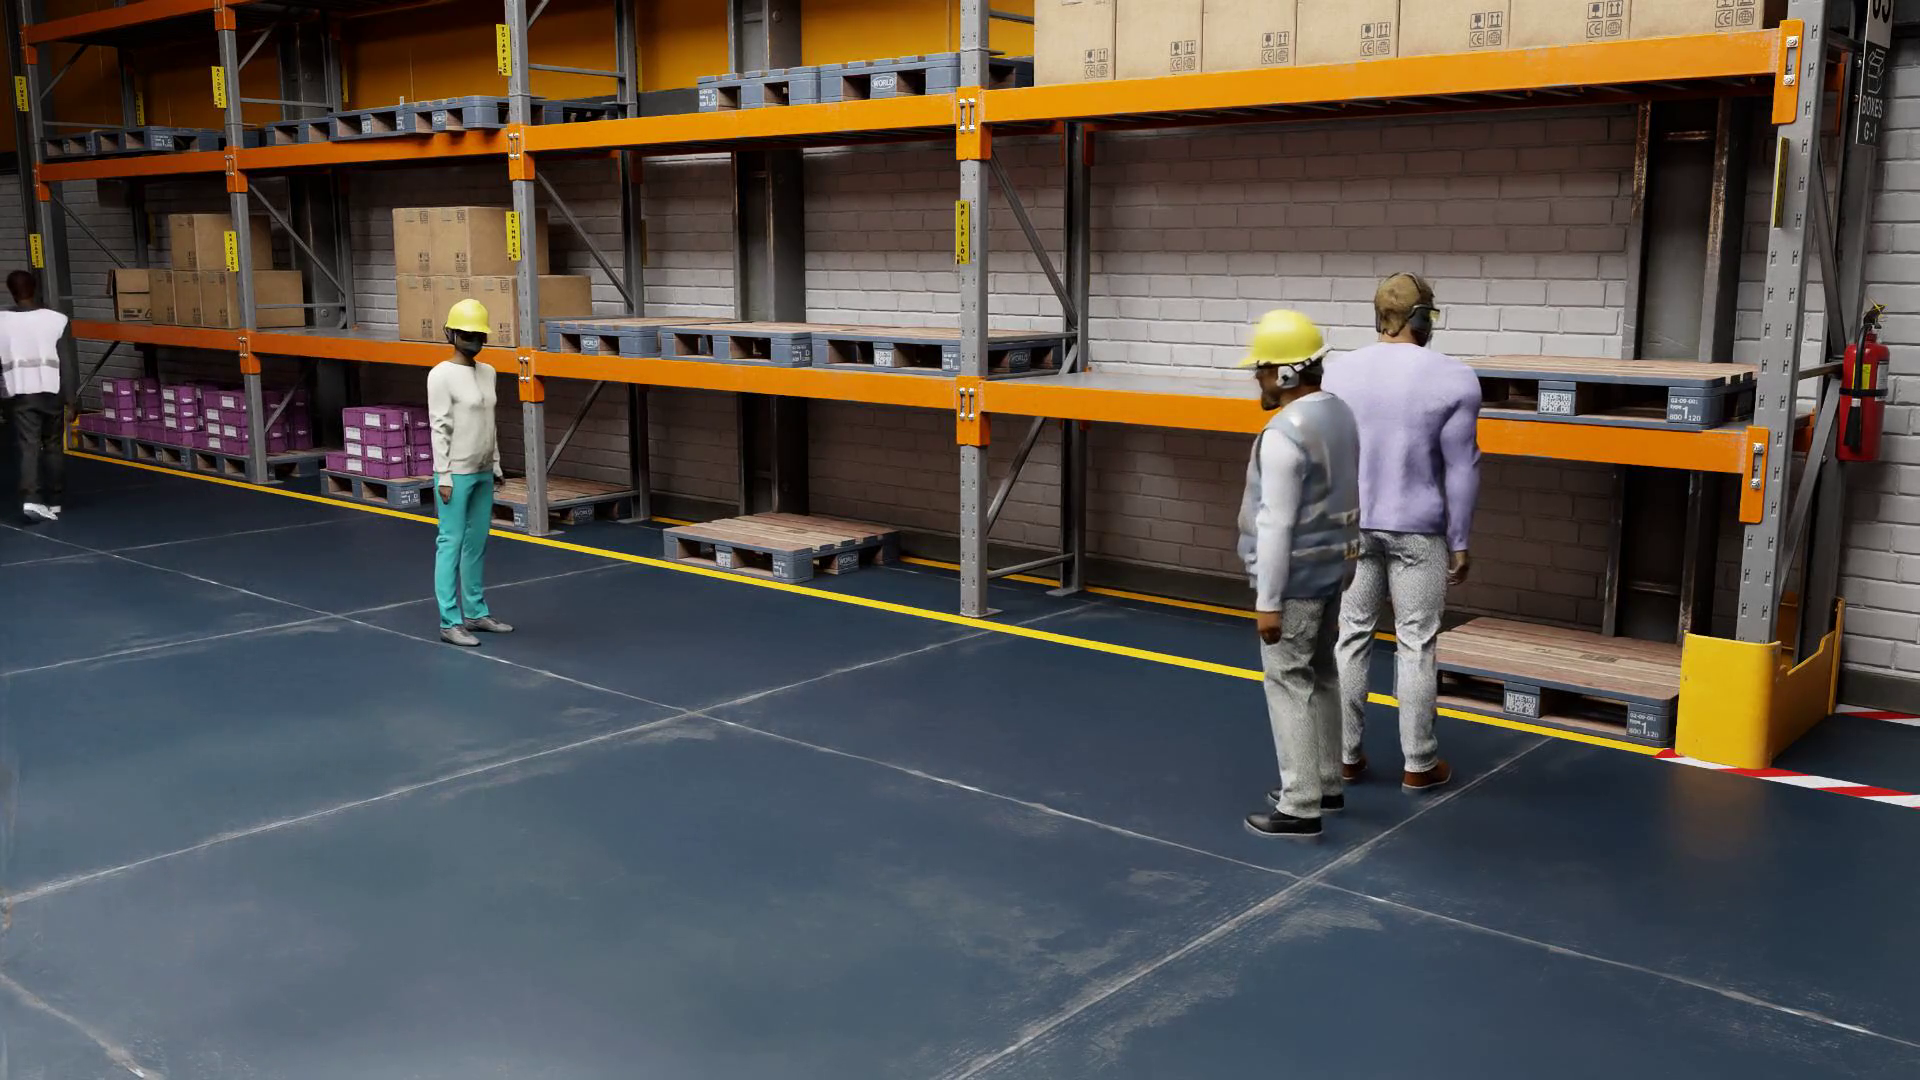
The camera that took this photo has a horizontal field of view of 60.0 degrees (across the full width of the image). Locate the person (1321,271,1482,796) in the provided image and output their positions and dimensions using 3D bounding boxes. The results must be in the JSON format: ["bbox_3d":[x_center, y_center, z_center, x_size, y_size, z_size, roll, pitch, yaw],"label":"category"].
[{"bbox_3d":[1.600,-0.019,6.191,0.629,1.936,0.372,6,11,30],"label":"person"}]

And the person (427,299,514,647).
[{"bbox_3d":[-2.516,-0.349,8.559,0.329,1.765,0.526,3,10,18],"label":"person"}]

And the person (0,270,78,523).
[{"bbox_3d":[-6.918,-1.074,12.420,0.590,1.868,0.936,-4,11,-24],"label":"person"}]

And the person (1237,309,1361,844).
[{"bbox_3d":[1.153,0.123,5.722,0.404,1.820,0.591,7,12,35],"label":"person"}]
